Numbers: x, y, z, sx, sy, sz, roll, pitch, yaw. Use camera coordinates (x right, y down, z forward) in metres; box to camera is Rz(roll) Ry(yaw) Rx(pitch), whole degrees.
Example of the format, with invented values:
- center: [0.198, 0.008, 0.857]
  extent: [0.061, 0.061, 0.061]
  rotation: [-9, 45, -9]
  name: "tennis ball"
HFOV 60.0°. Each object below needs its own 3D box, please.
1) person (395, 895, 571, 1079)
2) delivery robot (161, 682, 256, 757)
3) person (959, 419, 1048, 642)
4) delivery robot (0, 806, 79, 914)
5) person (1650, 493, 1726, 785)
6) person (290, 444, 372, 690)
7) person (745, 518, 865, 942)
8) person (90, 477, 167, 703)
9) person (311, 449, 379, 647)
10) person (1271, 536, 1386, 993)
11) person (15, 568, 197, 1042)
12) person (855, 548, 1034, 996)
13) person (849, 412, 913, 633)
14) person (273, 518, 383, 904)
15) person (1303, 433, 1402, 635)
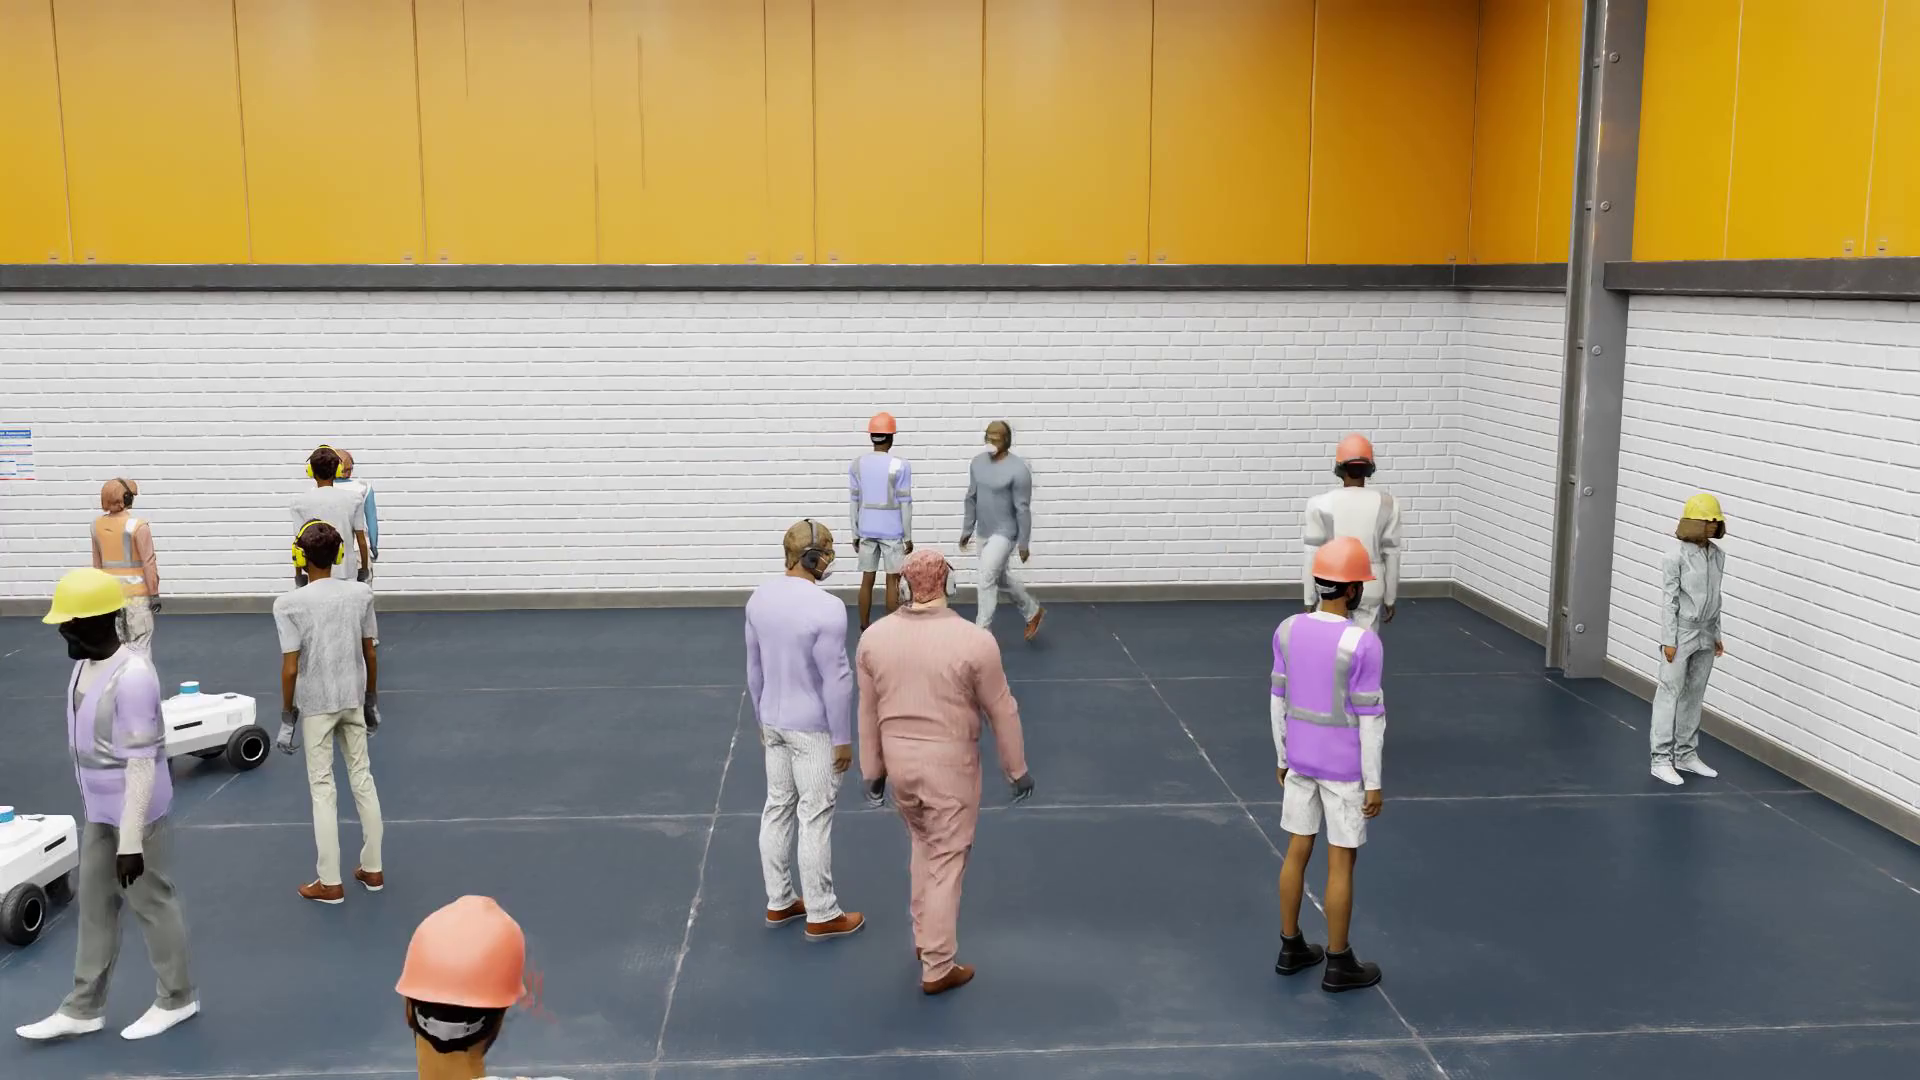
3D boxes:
- center: [-0.893, 1.618, 3.074]
  extent: [0.554, 1.888, 0.980]
  rotation: [-5, 10, -27]
  name: "person"
- center: [-4.668, 1.107, 10.103]
  extent: [0.477, 0.478, 0.707]
  rotation: [7, 12, 34]
  name: "delivery robot"
- center: [0.363, -0.041, 13.428]
  extent: [0.941, 1.904, 0.634]
  rotation: [-7, 11, -36]
  name: "person"
- center: [-4.446, 1.485, 7.751]
  extent: [0.477, 0.478, 0.707]
  rotation: [0, 9, 2]
  name: "delivery robot"
- center: [4.401, 0.585, 9.979]
  extent: [0.484, 1.744, 0.295]
  rotation: [-5, 10, -28]
  name: "person"
- center: [-4.351, 0.274, 11.527]
  extent: [0.518, 1.874, 0.329]
  rotation: [-5, 10, -27]
  name: "person"
- center: [-0.723, 0.863, 7.635]
  extent: [0.629, 1.933, 0.379]
  rotation: [9, 13, 44]
  name: "person"
- center: [-5.784, 0.383, 11.558]
  extent: [0.514, 1.643, 0.307]
  rotation: [3, 9, 17]
  name: "person"
- center: [-4.955, 0.086, 13.428]
  extent: [0.512, 1.642, 0.312]
  rotation: [-4, 10, -22]
  name: "person"
- center: [1.588, 0.944, 7.110]
  extent: [0.376, 1.936, 0.549]
  rotation: [-7, 12, -39]
  name: "person"
- center: [-3.343, 1.057, 6.502]
  extent: [0.634, 1.921, 0.556]
  rotation: [8, 12, 42]
  name: "person"
- center: [-0.051, 0.972, 7.146]
  extent: [0.696, 1.879, 0.651]
  rotation: [5, 10, 30]
  name: "person"
- center: [-0.625, -0.071, 13.511]
  extent: [0.545, 1.932, 0.382]
  rotation: [4, 10, 24]
  name: "person"
- center: [-3.064, 0.826, 8.061]
  extent: [0.335, 1.873, 0.520]
  rotation: [8, 12, 43]
  name: "person"
- center: [2.492, 0.338, 10.609]
  extent: [0.606, 2.032, 0.489]
  rotation: [1, 9, 8]
  name: "person"
